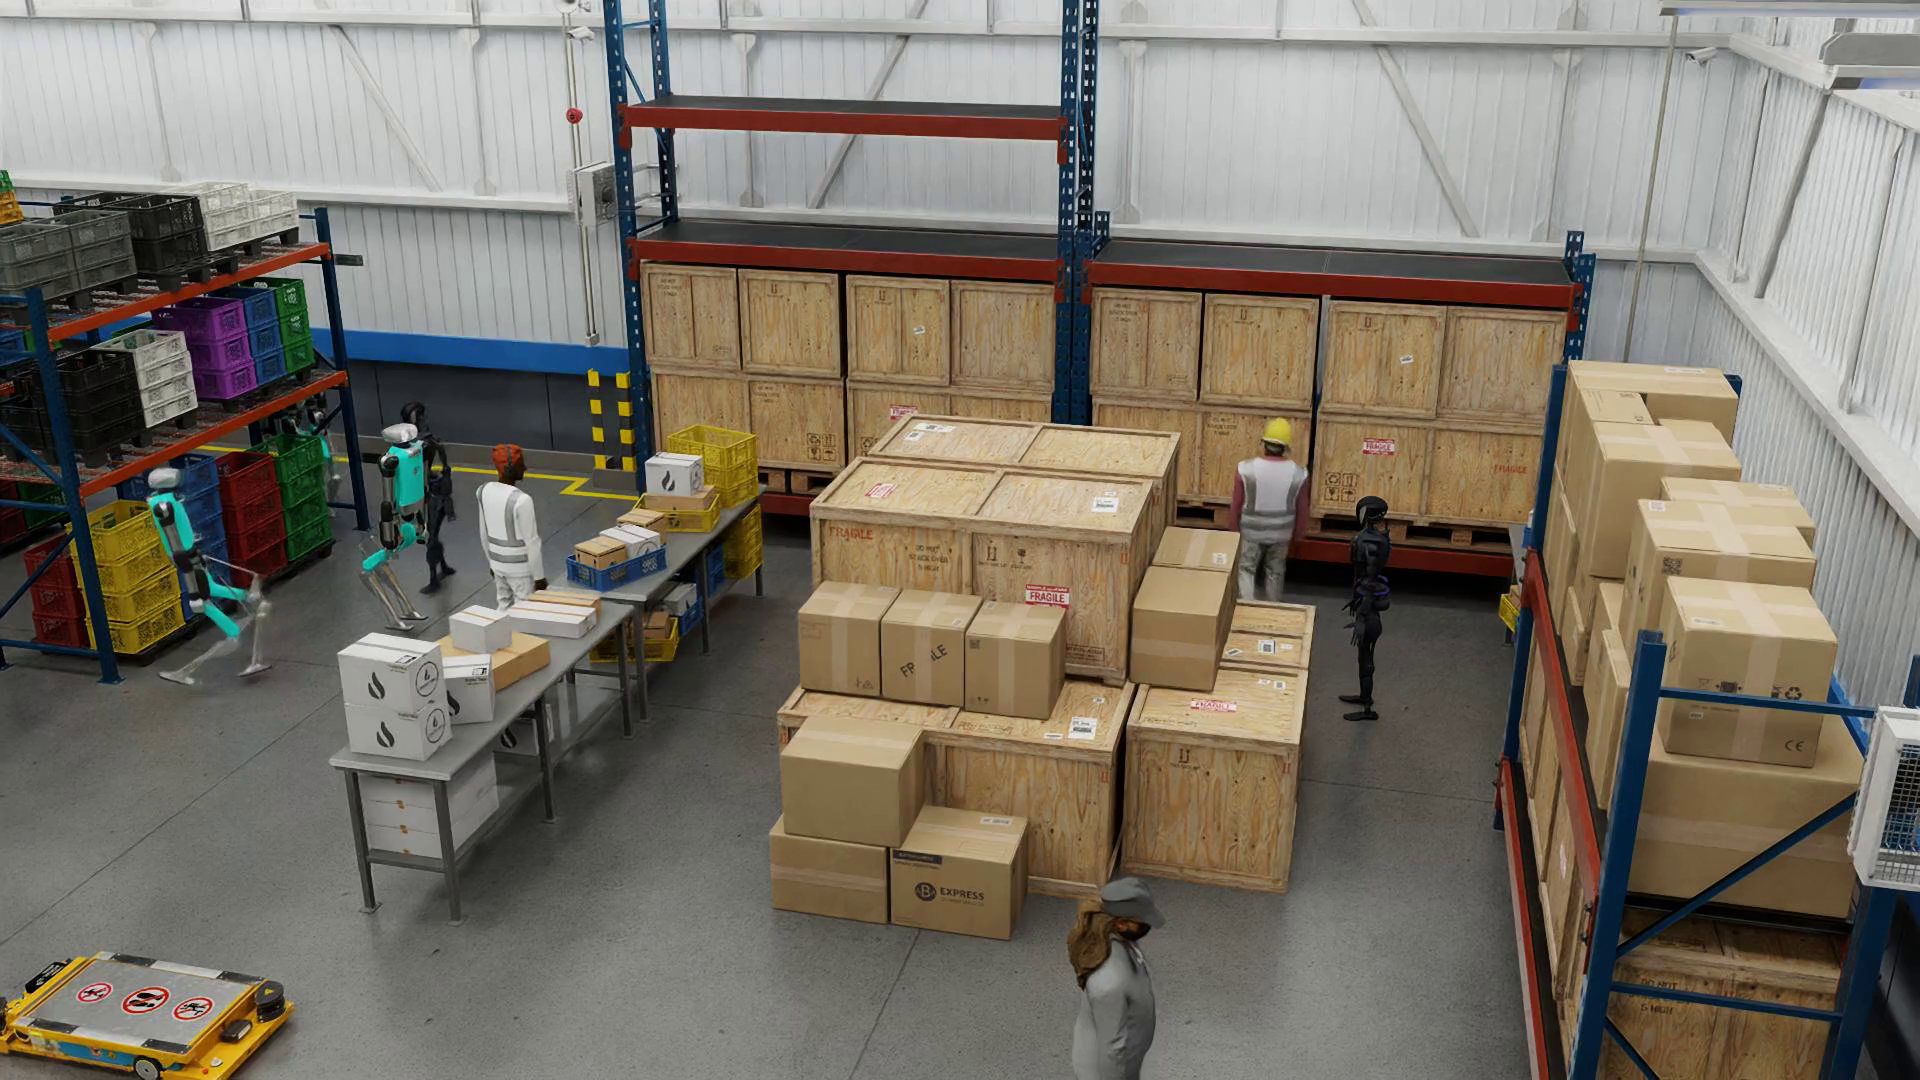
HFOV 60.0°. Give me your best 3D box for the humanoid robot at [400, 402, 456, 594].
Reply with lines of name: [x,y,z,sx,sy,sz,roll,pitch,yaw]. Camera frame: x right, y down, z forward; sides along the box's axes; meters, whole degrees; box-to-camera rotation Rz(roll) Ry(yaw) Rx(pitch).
humanoid robot: [-4.539,-0.379,14.076,0.612,1.638,0.598,9,23,23]

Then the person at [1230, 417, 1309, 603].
person: [2.412,-0.081,13.081,0.600,1.830,0.405,1,21,2]

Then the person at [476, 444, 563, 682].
person: [-3.271,0.202,12.255,0.573,1.884,0.361,15,26,34]

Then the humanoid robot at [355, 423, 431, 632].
humanoid robot: [-4.536,-0.120,13.166,0.733,1.691,0.532,7,22,17]

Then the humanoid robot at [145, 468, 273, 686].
humanoid robot: [-5.464,0.275,12.234,0.984,1.716,0.541,-8,22,-21]

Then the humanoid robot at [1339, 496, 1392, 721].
humanoid robot: [2.877,0.476,11.807,0.315,1.657,0.599,3,21,9]

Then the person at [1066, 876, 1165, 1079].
person: [0.646,2.221,7.142,0.406,1.762,0.565,2,21,6]

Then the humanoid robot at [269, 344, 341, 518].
humanoid robot: [-6.058,-0.992,15.543,0.687,1.771,0.536,18,28,39]

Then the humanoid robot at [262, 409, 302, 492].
humanoid robot: [-6.627,-1.175,16.127,0.315,1.657,0.599,-8,22,-20]

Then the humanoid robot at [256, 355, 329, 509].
humanoid robot: [-6.346,-1.125,15.880,0.668,1.758,0.536,5,21,13]

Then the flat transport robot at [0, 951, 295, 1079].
flat transport robot: [-4.270,2.464,8.601,1.431,0.231,0.659,5,22,13]
